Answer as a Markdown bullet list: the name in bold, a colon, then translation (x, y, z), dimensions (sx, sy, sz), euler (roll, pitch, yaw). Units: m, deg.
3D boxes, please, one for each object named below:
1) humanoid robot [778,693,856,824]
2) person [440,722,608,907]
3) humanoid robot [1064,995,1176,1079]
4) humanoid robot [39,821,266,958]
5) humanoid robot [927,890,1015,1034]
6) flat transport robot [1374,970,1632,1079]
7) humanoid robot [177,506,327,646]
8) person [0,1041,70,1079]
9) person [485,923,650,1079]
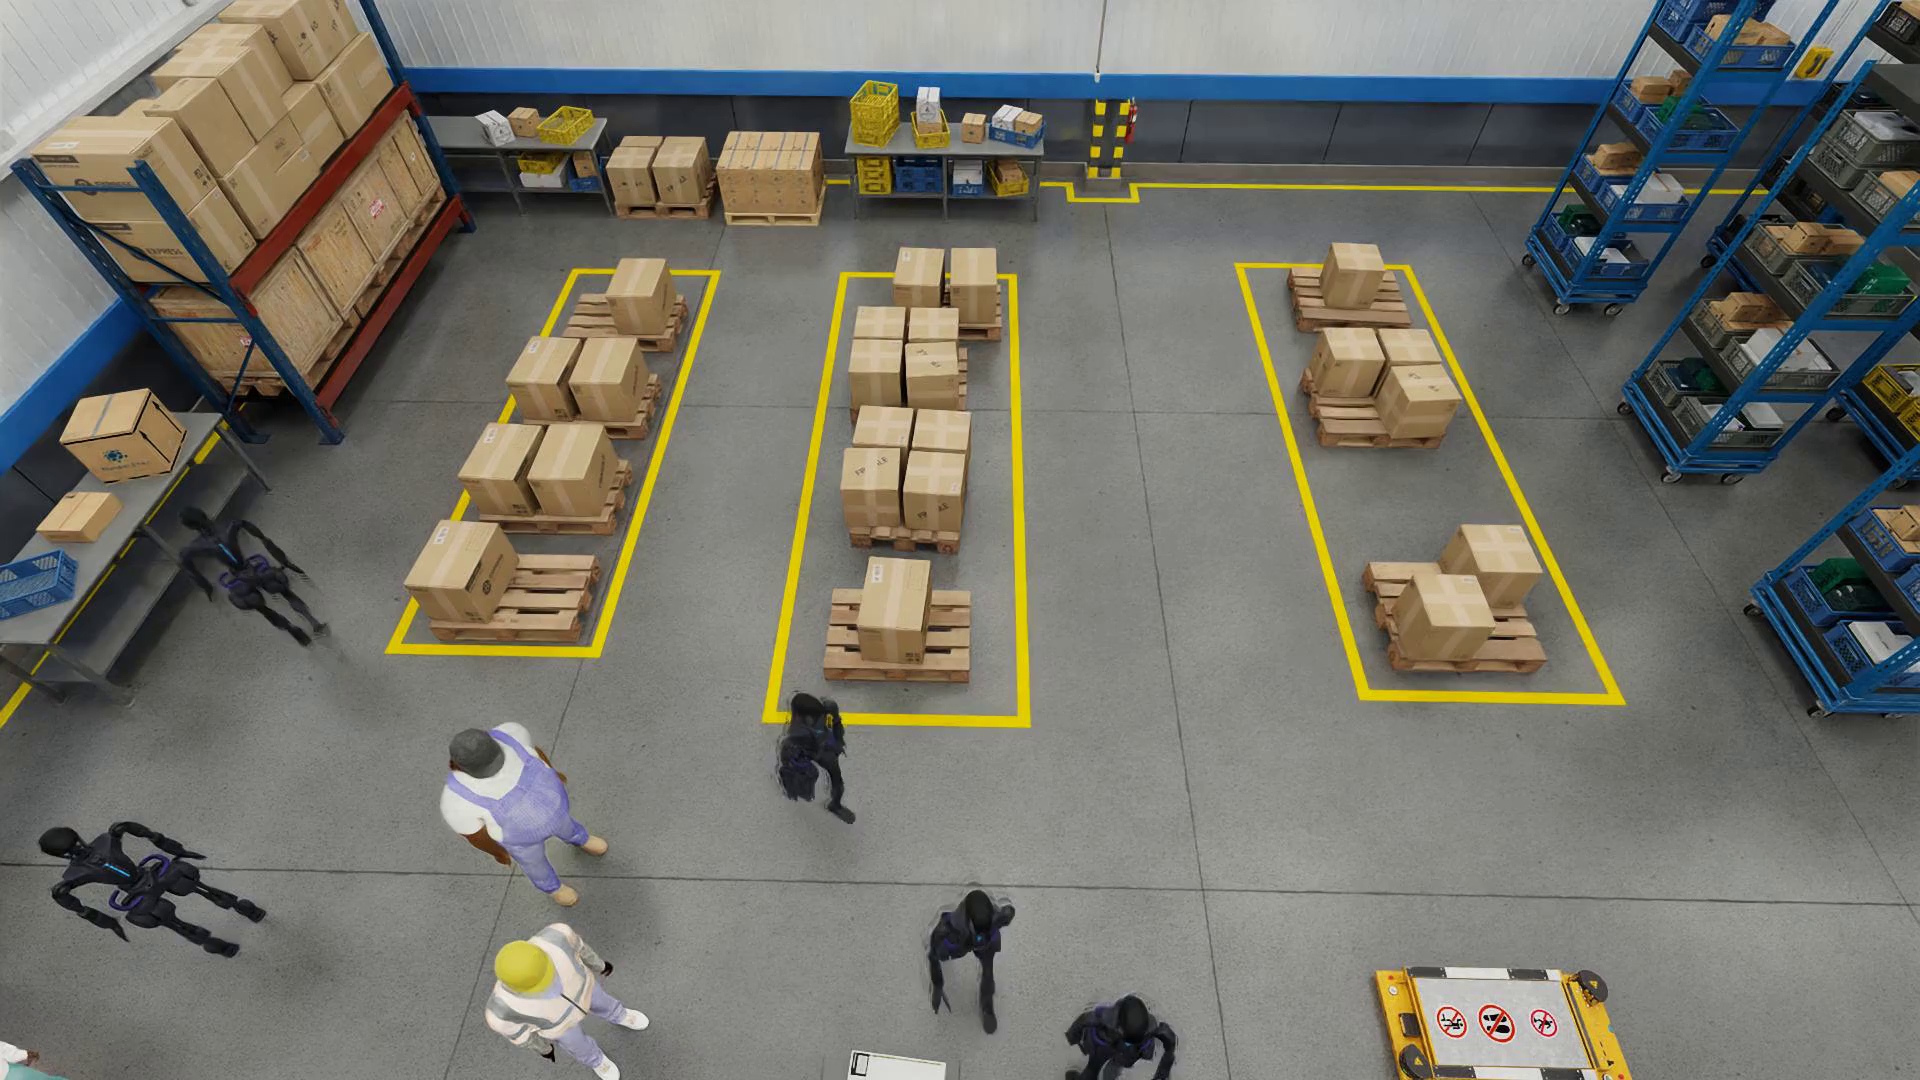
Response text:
- **humanoid robot**: translation (-1.062, 1.482, 6.381), dimensions (0.574, 1.638, 0.571), euler (35, 59, 25)
- **person**: translation (-2.772, 1.753, 5.915), dimensions (0.536, 2.000, 0.686), euler (16, 53, 12)
- **humanoid robot**: translation (0.881, 2.944, 5.185), dimensions (0.561, 1.643, 0.498), euler (4, 51, 3)
- **humanoid robot**: translation (-5.103, 2.204, 5.778), dimensions (0.323, 1.652, 0.581), euler (14, 52, 11)
- **humanoid robot**: translation (0.044, 2.427, 5.633), dimensions (0.548, 1.631, 0.786), euler (-7, 51, -6)
- **flat transport robot**: translation (3.501, 3.133, 5.914), dimensions (1.431, 0.197, 0.652), euler (1, 51, 1)
- **humanoid robot**: translation (-5.729, 0.275, 7.357), dimensions (0.505, 1.645, 0.585), euler (29, 56, 21)
- **person**: translation (-5.380, 3.056, 5.027), dimensions (0.313, 1.769, 0.524), euler (11, 52, 9)
- **person**: translation (-2.244, 2.656, 5.257), dimensions (0.373, 1.918, 0.584), euler (18, 53, 14)
